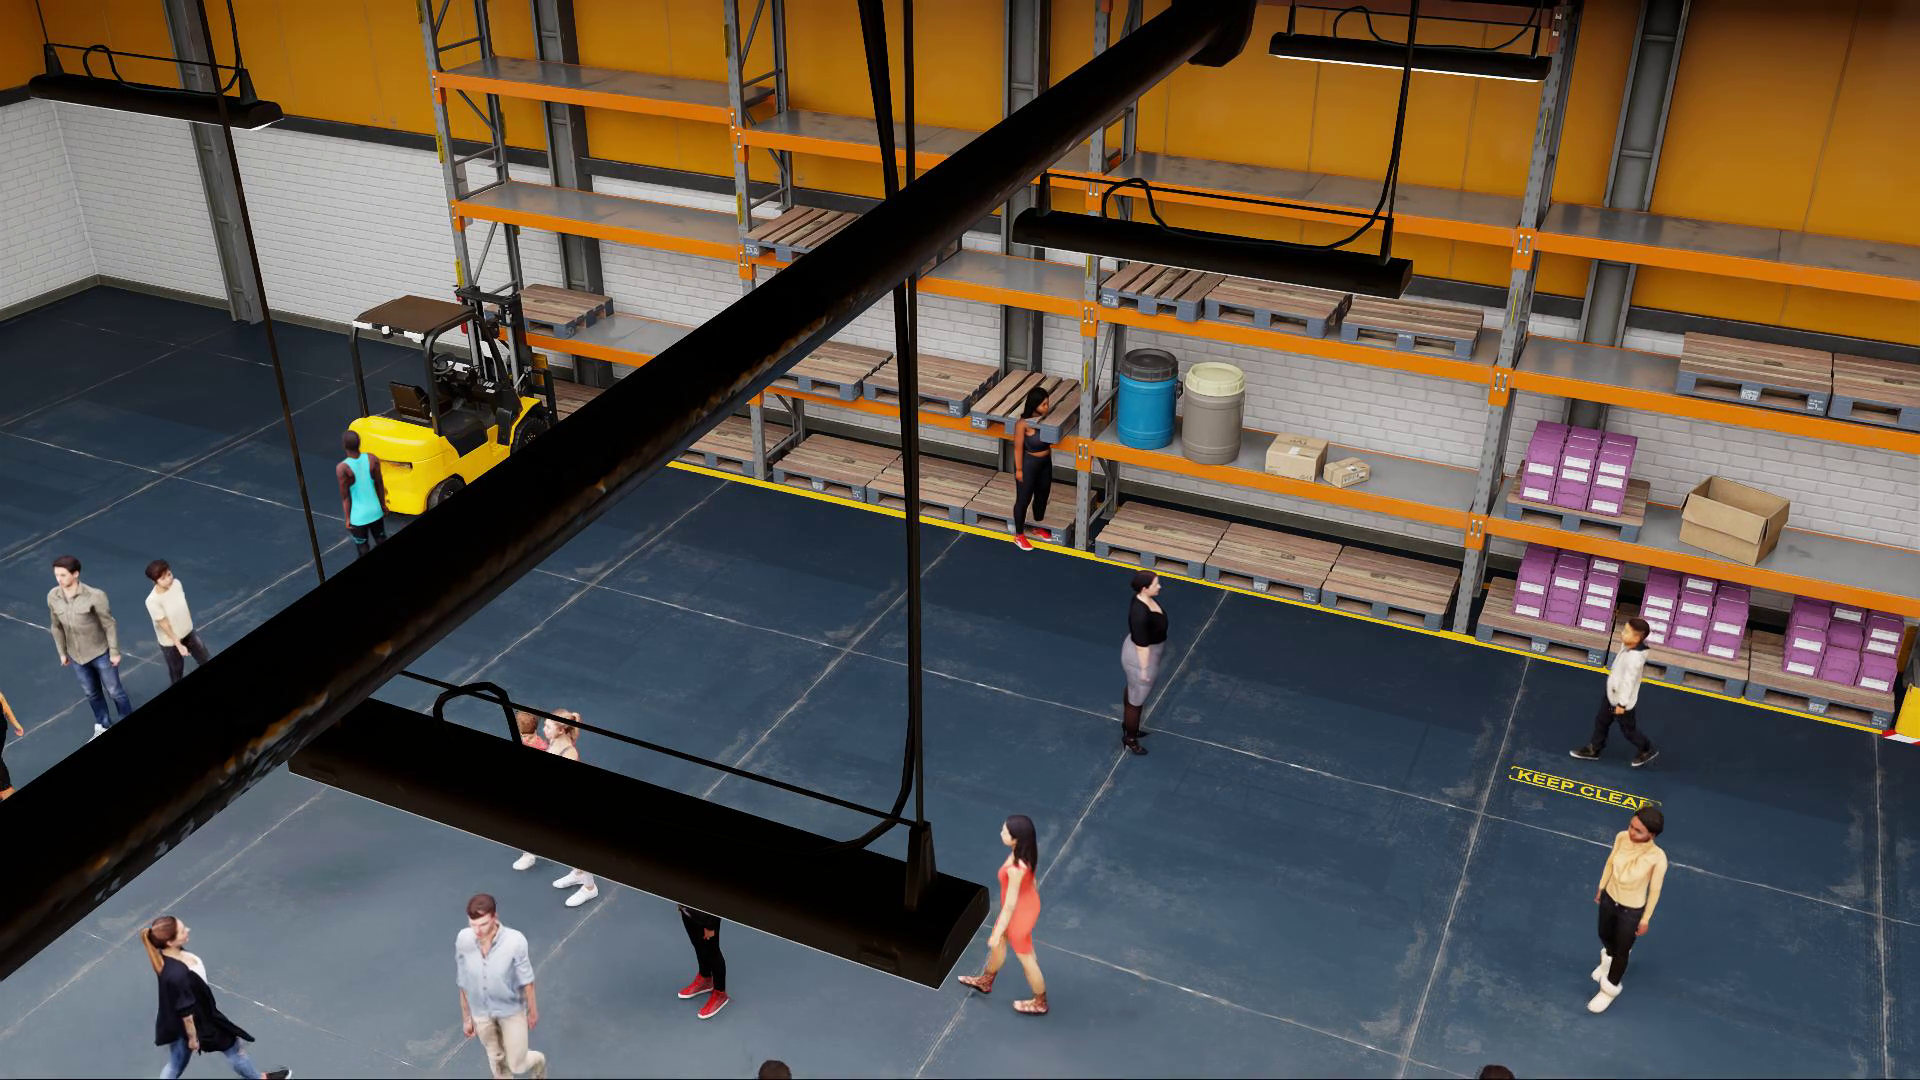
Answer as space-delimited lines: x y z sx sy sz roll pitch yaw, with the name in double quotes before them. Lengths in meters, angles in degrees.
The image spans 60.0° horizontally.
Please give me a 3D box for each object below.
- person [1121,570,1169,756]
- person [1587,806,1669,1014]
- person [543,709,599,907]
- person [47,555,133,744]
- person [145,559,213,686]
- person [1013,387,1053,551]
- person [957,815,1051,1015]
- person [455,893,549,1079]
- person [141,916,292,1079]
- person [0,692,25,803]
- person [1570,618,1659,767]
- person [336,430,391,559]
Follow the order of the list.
"person" 1.547 1.028 14.333 0.728 1.760 0.742 3 29 6
"person" 4.695 2.523 11.669 0.871 1.686 0.839 -16 32 -27
"person" -2.961 1.999 12.611 0.721 1.704 0.641 -17 33 -28
"person" -7.487 0.955 14.358 0.651 1.864 0.836 2 29 4
"person" -7.048 0.861 14.837 0.801 1.570 0.633 8 30 15
"person" 0.775 -0.790 17.607 0.754 1.816 0.758 -22 36 -35
"person" 0.503 2.617 11.488 0.983 1.695 0.752 6 29 10
"person" -2.937 2.951 10.728 0.748 1.836 0.803 4 29 8
"person" -5.009 3.112 10.640 1.029 1.638 1.137 -19 34 -30
"person" -7.964 1.554 13.502 1.095 1.632 0.623 11 30 19
"person" 5.699 1.321 14.131 1.003 1.439 0.777 3 29 5
"person" -5.955 -0.269 16.659 0.685 1.810 0.645 -25 37 -38
